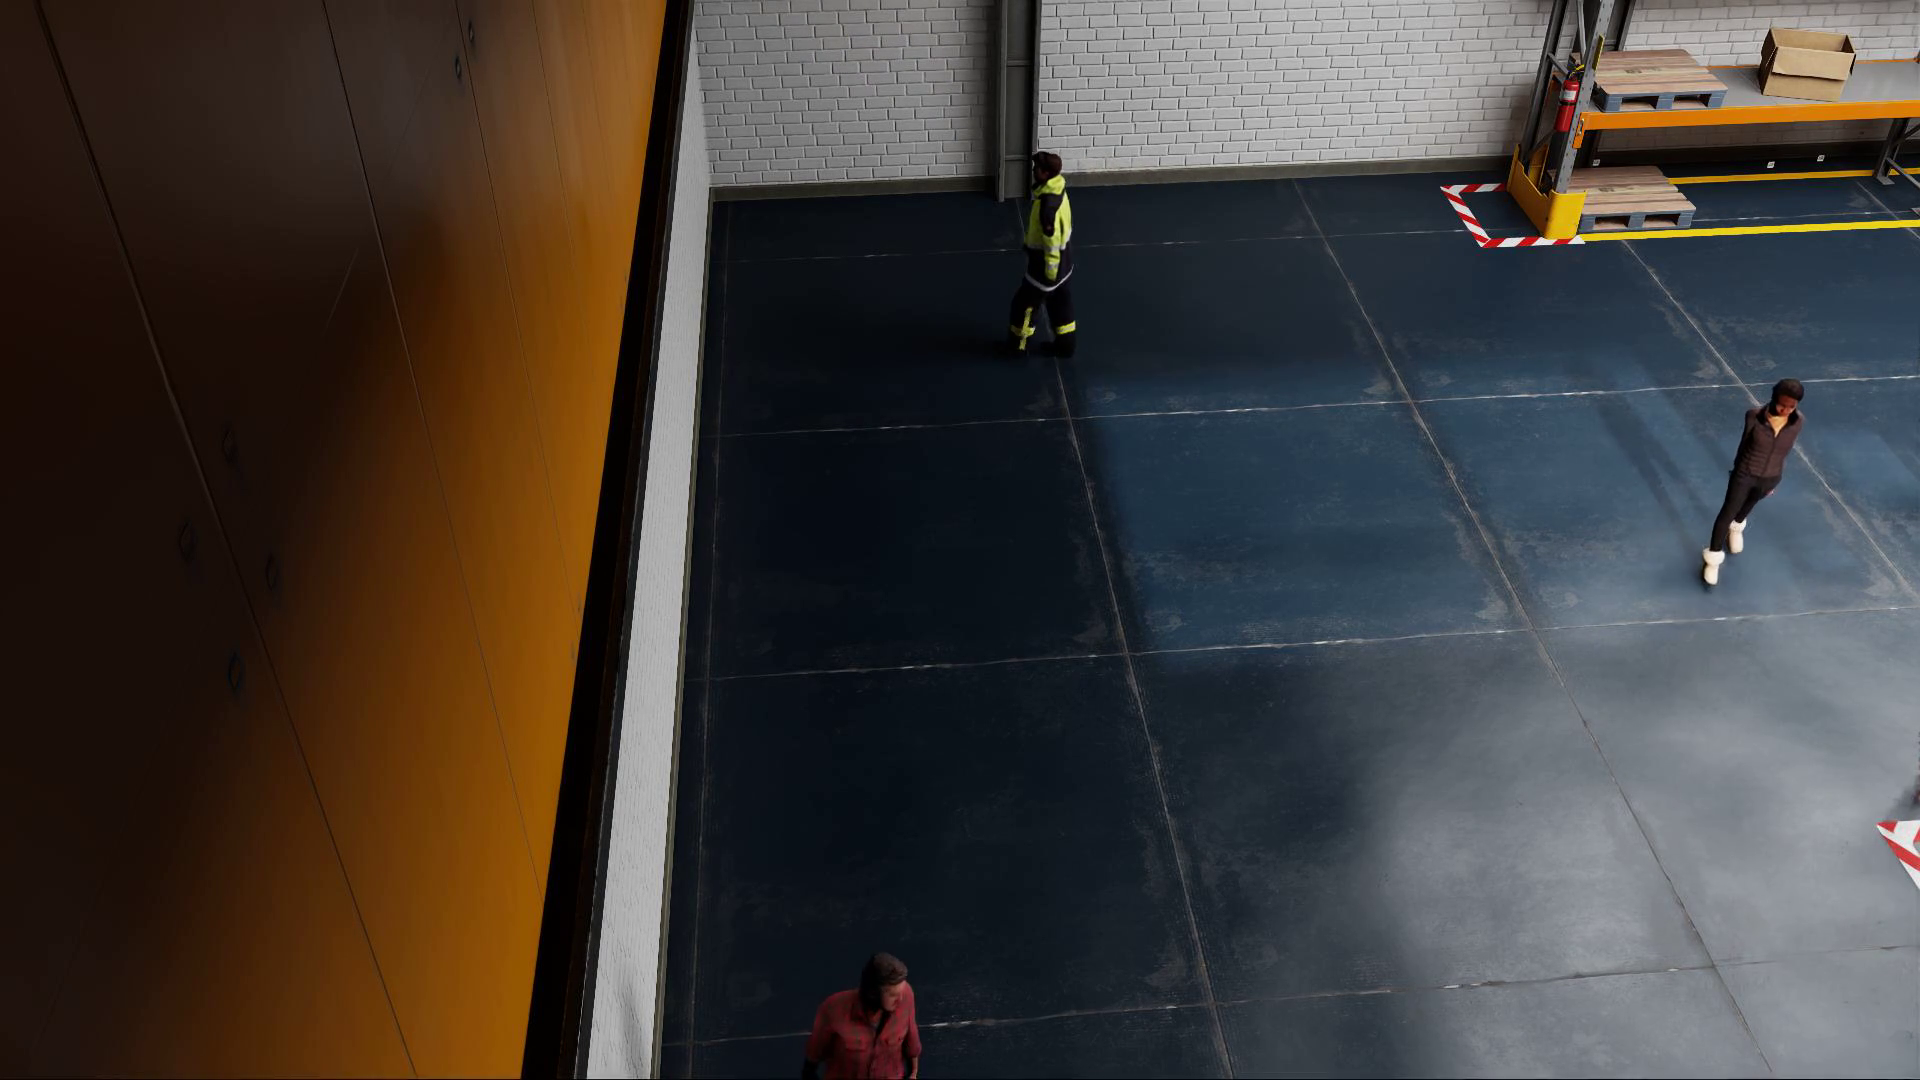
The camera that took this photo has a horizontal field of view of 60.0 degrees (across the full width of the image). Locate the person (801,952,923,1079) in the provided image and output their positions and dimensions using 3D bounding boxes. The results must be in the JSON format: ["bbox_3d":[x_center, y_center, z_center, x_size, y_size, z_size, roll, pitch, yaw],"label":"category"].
[{"bbox_3d":[-0.540,2.617,8.258,0.689,1.796,1.002,-3,39,-4],"label":"person"}]

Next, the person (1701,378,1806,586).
[{"bbox_3d":[5.853,-0.421,12.166,0.959,1.665,0.802,-17,42,-20],"label":"person"}]

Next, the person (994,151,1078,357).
[{"bbox_3d":[0.863,-2.449,14.475,1.076,1.953,0.934,8,39,10],"label":"person"}]
